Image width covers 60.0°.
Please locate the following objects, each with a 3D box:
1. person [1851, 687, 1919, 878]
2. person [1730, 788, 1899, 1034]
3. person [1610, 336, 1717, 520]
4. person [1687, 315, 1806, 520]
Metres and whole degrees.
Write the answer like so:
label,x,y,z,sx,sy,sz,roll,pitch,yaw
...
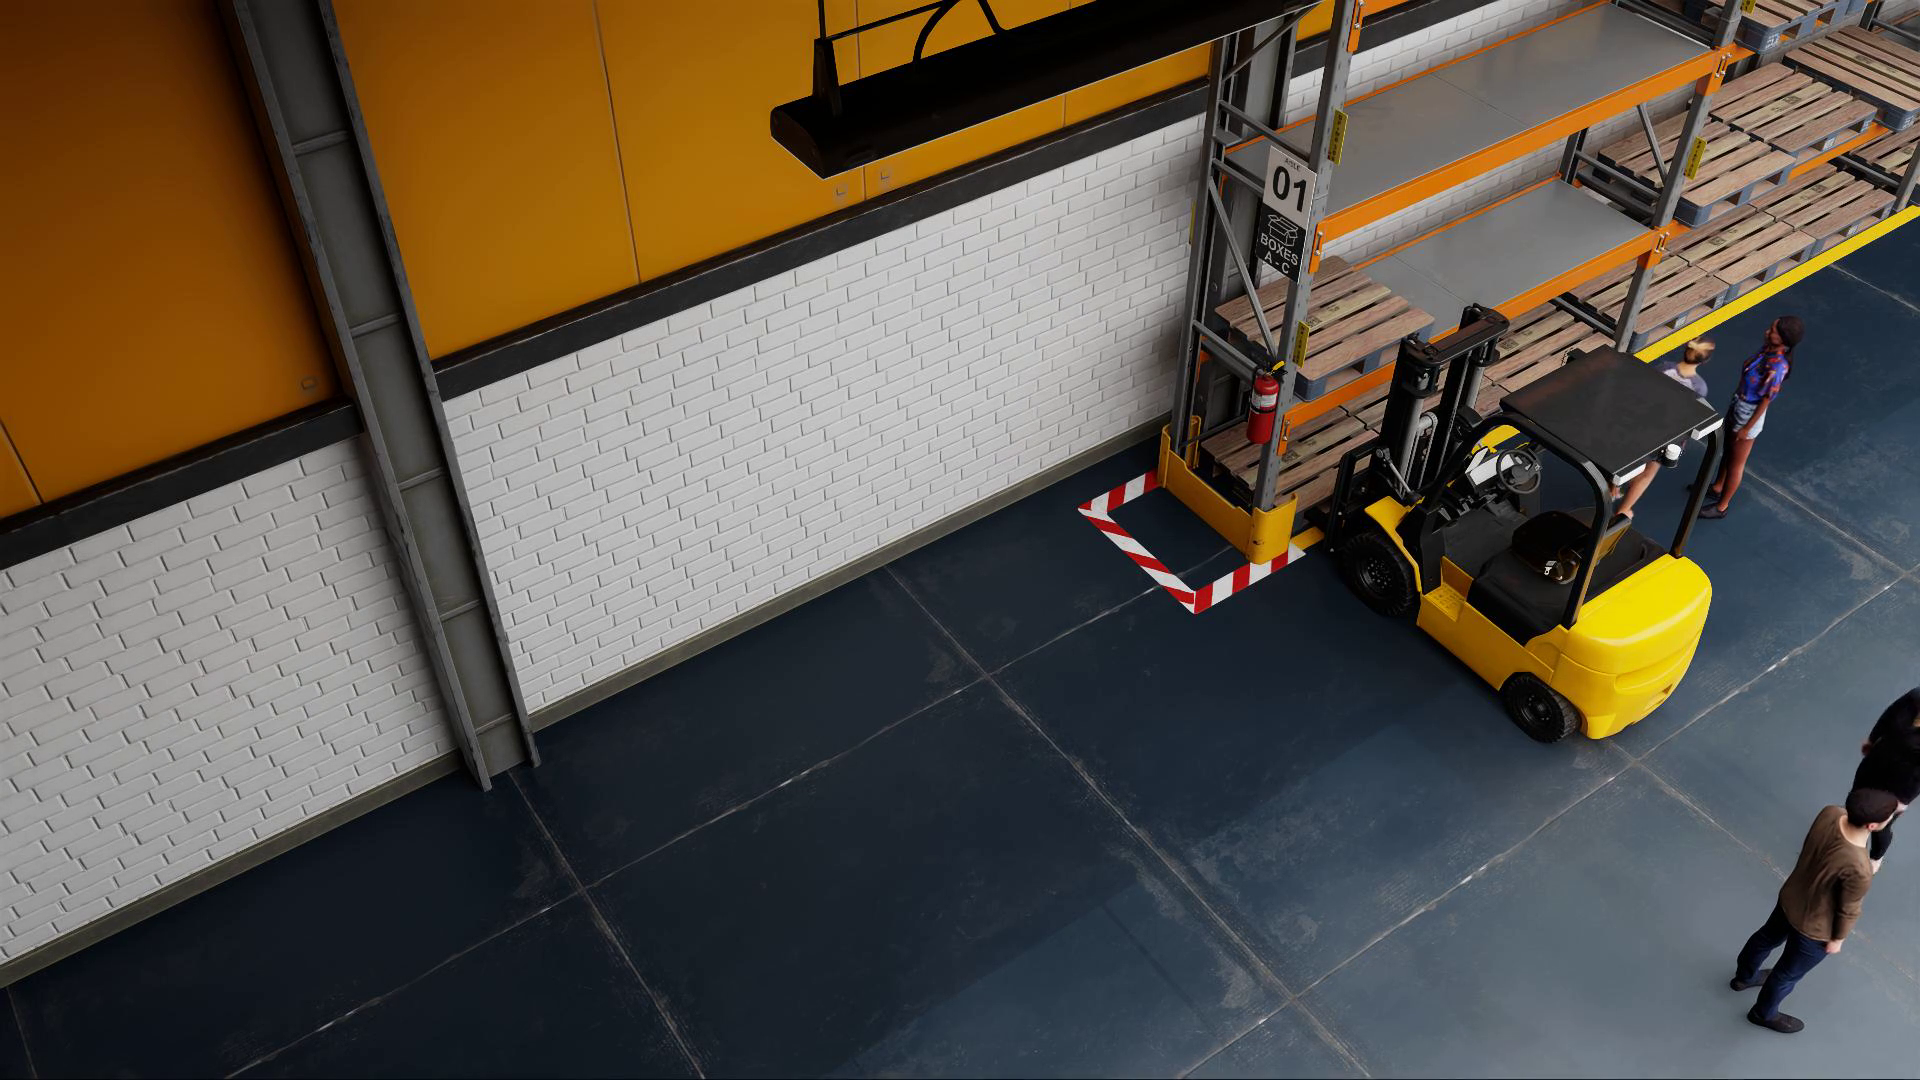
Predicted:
label,x,y,z,sx,sy,sz,roll,pitch,yaw
person,5.352,1.326,9.607,0.691,1.686,0.702,3,44,4
person,4.523,1.940,8.815,0.761,1.889,0.744,-1,44,-1
person,4.915,-0.750,11.846,0.622,1.604,0.659,31,51,28
person,5.630,-0.887,11.889,0.725,1.743,0.658,8,44,9
